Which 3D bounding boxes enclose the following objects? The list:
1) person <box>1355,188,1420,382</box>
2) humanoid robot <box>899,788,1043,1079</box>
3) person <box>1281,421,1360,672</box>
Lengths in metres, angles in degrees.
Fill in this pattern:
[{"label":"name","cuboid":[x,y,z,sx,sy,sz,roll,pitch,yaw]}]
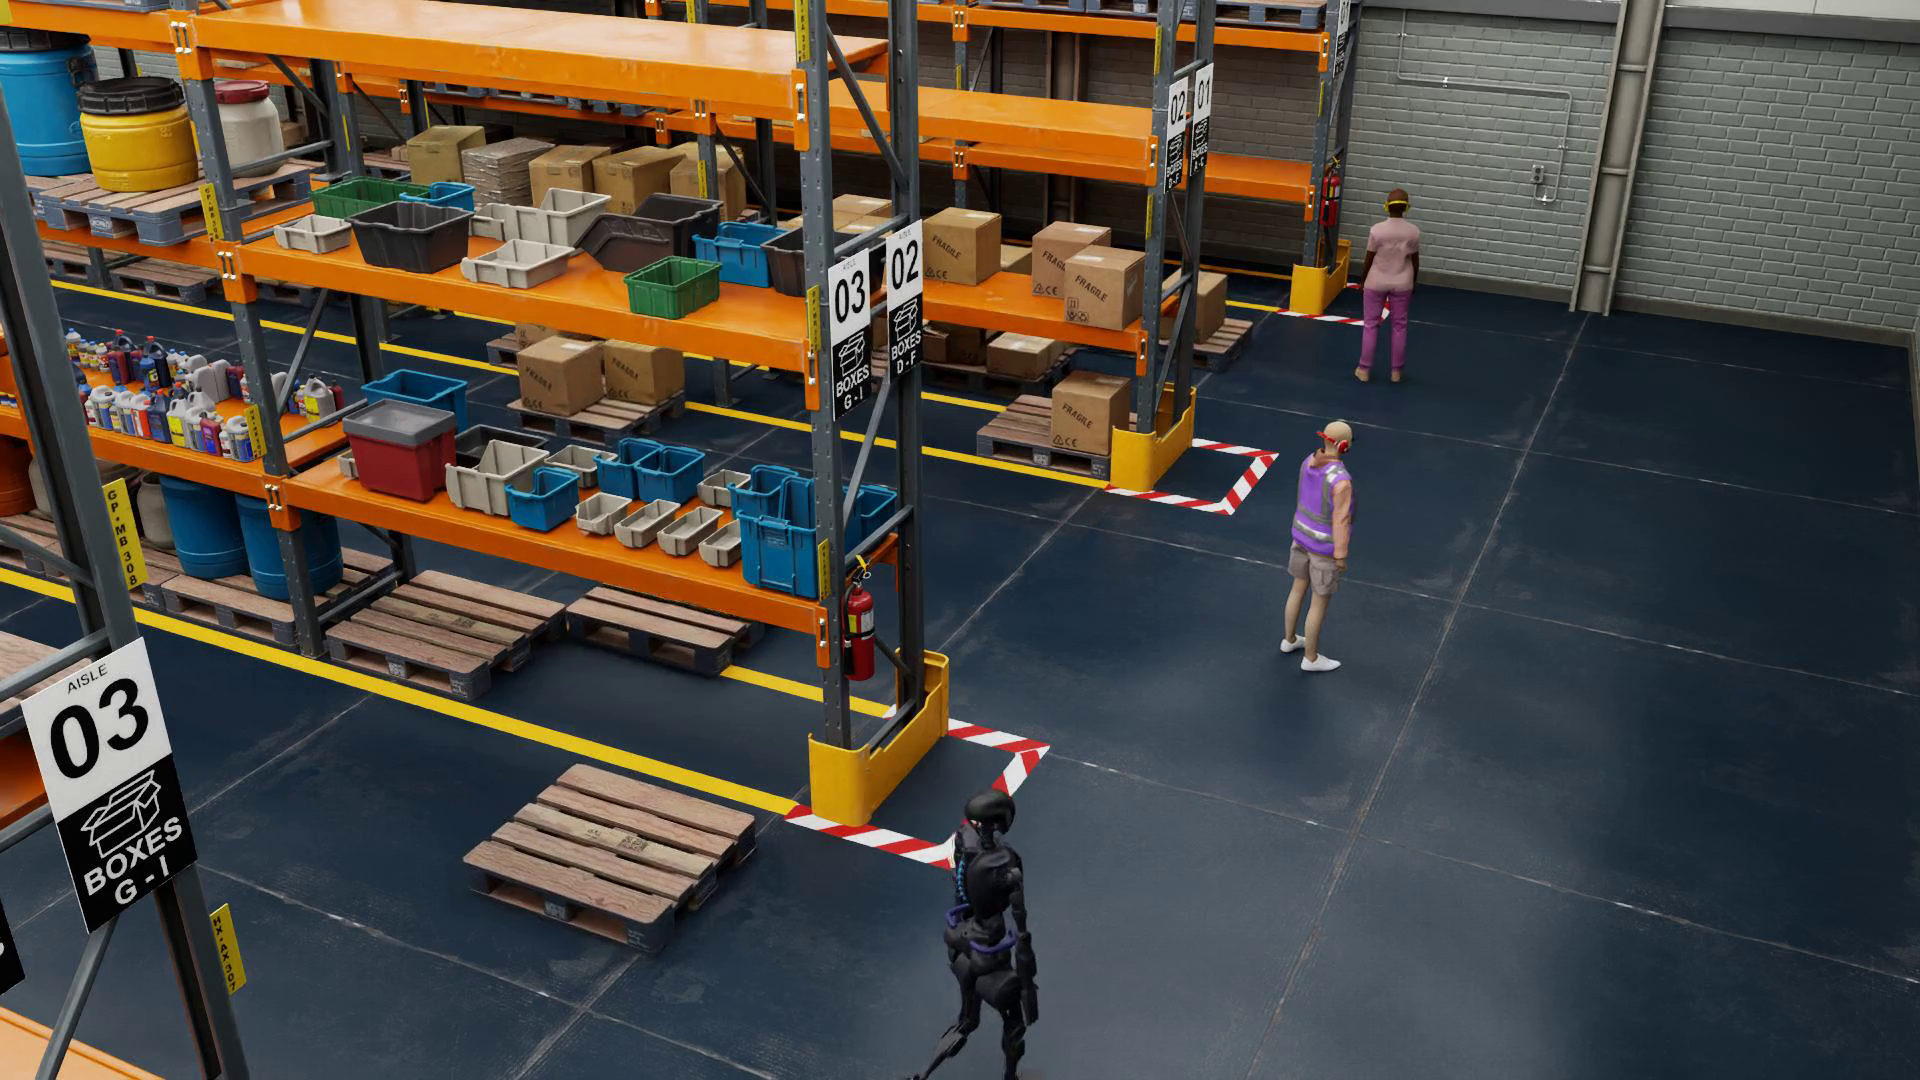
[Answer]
[{"label":"person","cuboid":[3.942,-2.334,15.304,0.537,1.799,0.330,2,26,4]},{"label":"humanoid robot","cuboid":[0.067,1.787,7.116,0.658,1.628,0.589,-16,31,-29]},{"label":"person","cuboid":[2.303,0.036,10.634,0.352,1.688,0.489,-10,28,-20]}]
